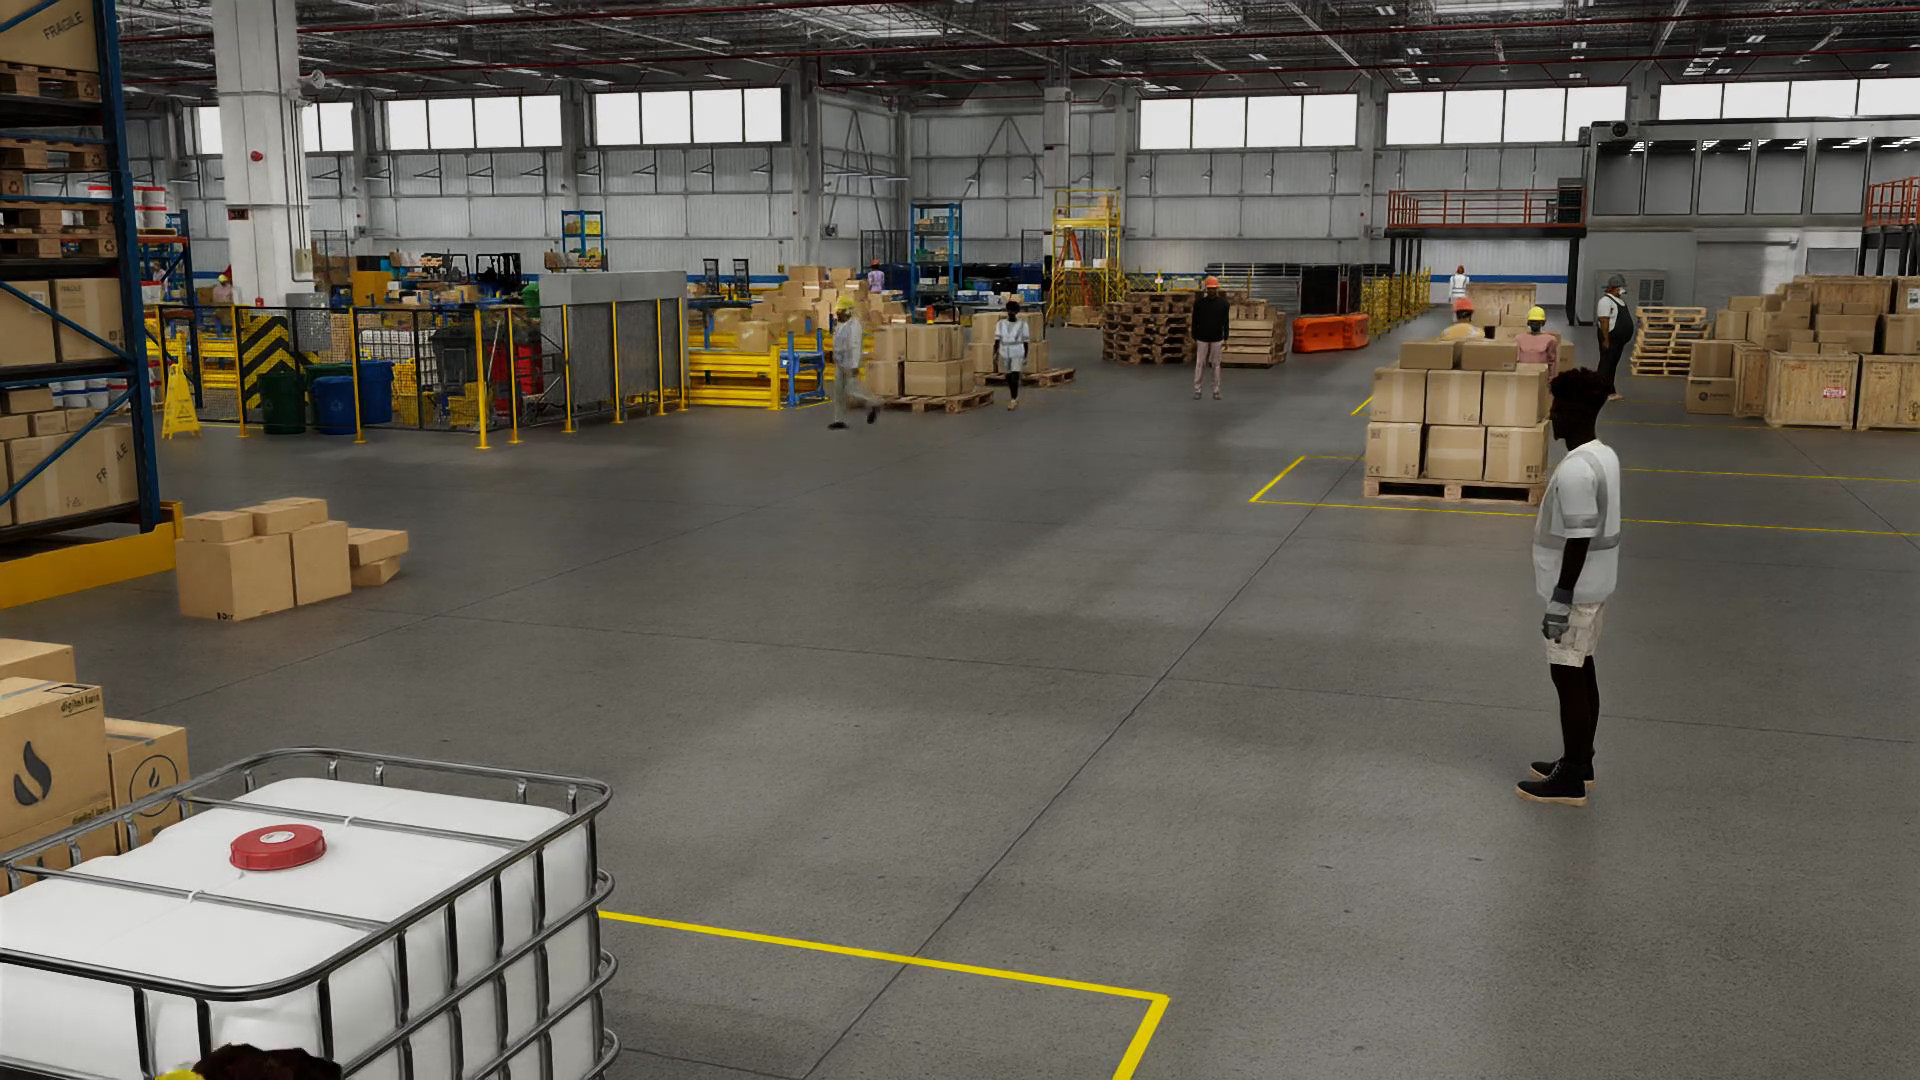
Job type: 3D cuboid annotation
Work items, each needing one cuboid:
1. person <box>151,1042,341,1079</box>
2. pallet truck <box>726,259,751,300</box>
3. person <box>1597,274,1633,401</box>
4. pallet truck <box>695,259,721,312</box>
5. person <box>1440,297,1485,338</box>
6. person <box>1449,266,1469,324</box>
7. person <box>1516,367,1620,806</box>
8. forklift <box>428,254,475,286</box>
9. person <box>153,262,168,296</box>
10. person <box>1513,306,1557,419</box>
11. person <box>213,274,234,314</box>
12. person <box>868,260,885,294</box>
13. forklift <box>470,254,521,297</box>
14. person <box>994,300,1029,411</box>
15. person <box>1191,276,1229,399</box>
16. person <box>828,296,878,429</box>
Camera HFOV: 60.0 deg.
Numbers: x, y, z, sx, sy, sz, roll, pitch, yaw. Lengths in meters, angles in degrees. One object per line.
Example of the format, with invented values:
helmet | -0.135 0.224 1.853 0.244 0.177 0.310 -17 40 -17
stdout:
person | -0.599 1.330 1.449 0.544 1.860 0.412 8 13 37
pallet truck | -7.986 -9.493 62.019 0.823 1.965 1.885 3 11 17
person | 10.548 -3.256 26.773 0.538 2.000 0.683 8 13 39
pallet truck | -9.165 -9.627 62.776 0.823 1.965 1.885 4 11 23
person | 5.817 -1.888 19.500 0.568 1.904 0.776 9 14 42
person | 15.379 -7.506 51.237 0.604 1.844 0.891 3 10 16
person | 2.752 0.206 7.482 0.361 1.964 0.616 6 12 31
forklift | -20.133 -10.254 65.465 1.157 1.987 2.680 3 11 19
person | -27.644 -8.636 57.462 0.638 1.906 0.403 6 12 31
person | 6.863 -1.909 19.952 0.525 1.772 0.308 5 11 28
person | -18.782 -5.899 42.465 0.536 1.750 0.398 -1 10 -8
person | -2.647 -7.733 51.980 0.615 2.042 0.372 -8 13 -37
forklift | -17.990 -10.121 64.684 1.157 1.987 2.680 3 11 17
person | 0.820 -2.833 25.421 0.535 1.672 0.740 4 11 23
person | 4.058 -3.272 26.989 0.611 1.996 0.378 1 10 5
person | -1.485 -2.411 22.652 0.659 1.818 0.603 -7 12 -36
